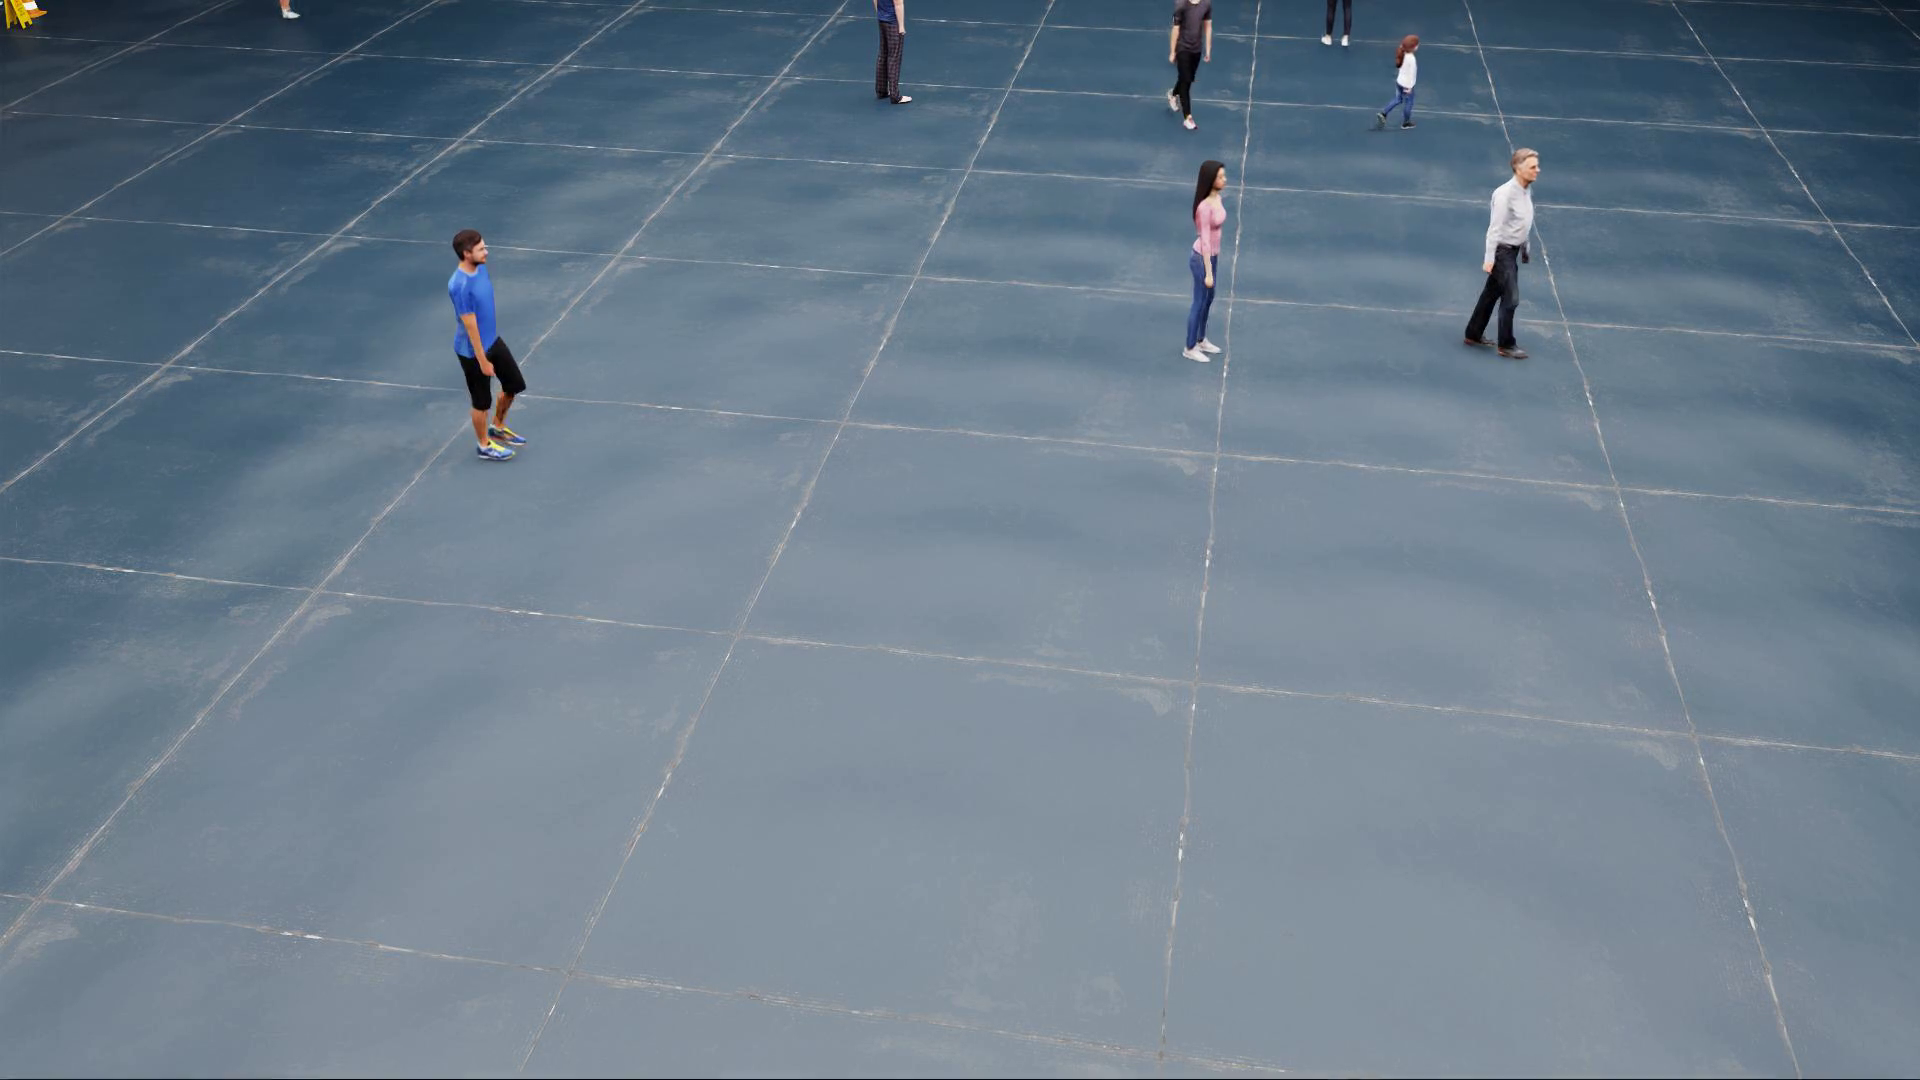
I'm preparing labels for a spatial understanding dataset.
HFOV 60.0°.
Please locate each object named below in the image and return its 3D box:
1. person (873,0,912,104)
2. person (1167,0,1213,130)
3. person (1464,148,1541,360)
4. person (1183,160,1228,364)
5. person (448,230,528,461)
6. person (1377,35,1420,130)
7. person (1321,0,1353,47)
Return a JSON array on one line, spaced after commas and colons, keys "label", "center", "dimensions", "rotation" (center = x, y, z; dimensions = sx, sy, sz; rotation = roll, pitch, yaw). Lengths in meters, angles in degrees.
[{"label": "person", "center": [-0.845, -6.253, 20.099], "dimensions": [0.783, 1.871, 0.710], "rotation": [-22, 39, -31]}, {"label": "person", "center": [2.629, -5.736, 19.408], "dimensions": [1.163, 1.734, 1.079], "rotation": [-12, 34, -19]}, {"label": "person", "center": [4.566, -2.482, 14.183], "dimensions": [1.007, 1.804, 0.901], "rotation": [23, 39, 32]}, {"label": "person", "center": [2.067, -2.366, 14.057], "dimensions": [0.602, 1.744, 0.629], "rotation": [14, 35, 21]}, {"label": "person", "center": [-3.696, -1.444, 12.492], "dimensions": [0.616, 1.854, 0.605], "rotation": [6, 33, 10]}, {"label": "person", "center": [5.142, -5.330, 19.356], "dimensions": [0.770, 1.102, 0.641], "rotation": [-11, 34, -16]}, {"label": "person", "center": [5.103, -7.474, 22.193], "dimensions": [0.557, 1.702, 0.718], "rotation": [-1, 32, -1]}]
